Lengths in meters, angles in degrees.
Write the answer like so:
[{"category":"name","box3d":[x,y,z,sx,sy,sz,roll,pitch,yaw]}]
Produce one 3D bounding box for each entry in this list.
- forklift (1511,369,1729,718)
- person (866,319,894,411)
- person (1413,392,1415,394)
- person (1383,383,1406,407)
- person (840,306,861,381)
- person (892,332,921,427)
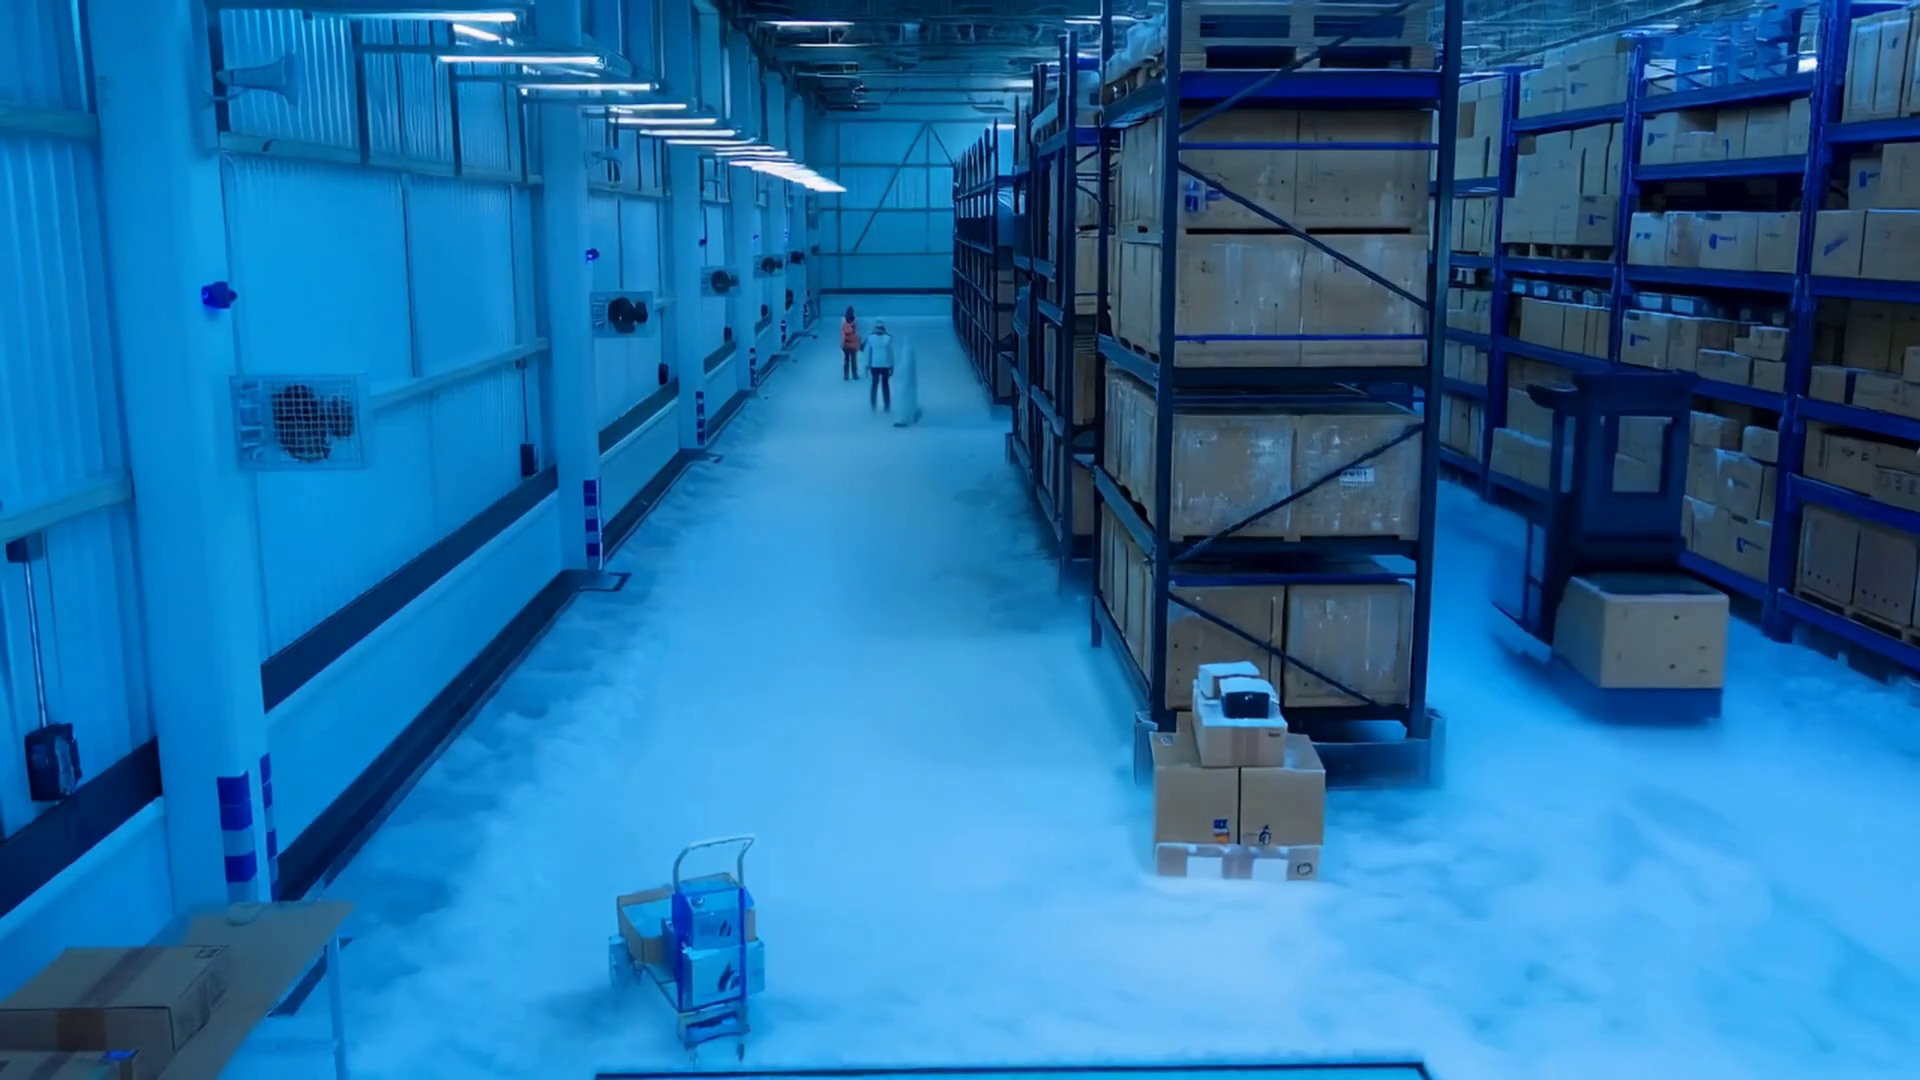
[{"category":"forklift","box3d":[5.662,-0.057,14.145,1.129,2.768,1.873,0,11,-2]},{"category":"person","box3d":[-1.710,-3.748,35.689,0.616,1.987,0.407,-3,11,-14]},{"category":"person","box3d":[10.601,-4.297,38.923,0.563,1.837,0.388,-3,11,-17]},{"category":"person","box3d":[8.848,-3.286,33.515,0.657,1.887,0.673,-1,11,-4]},{"category":"person","box3d":[-2.811,-5.024,42.527,0.591,1.910,0.388,-8,14,-36]},{"category":"person","box3d":[-1.079,-3.179,32.939,0.484,1.893,0.652,0,11,-1]}]
